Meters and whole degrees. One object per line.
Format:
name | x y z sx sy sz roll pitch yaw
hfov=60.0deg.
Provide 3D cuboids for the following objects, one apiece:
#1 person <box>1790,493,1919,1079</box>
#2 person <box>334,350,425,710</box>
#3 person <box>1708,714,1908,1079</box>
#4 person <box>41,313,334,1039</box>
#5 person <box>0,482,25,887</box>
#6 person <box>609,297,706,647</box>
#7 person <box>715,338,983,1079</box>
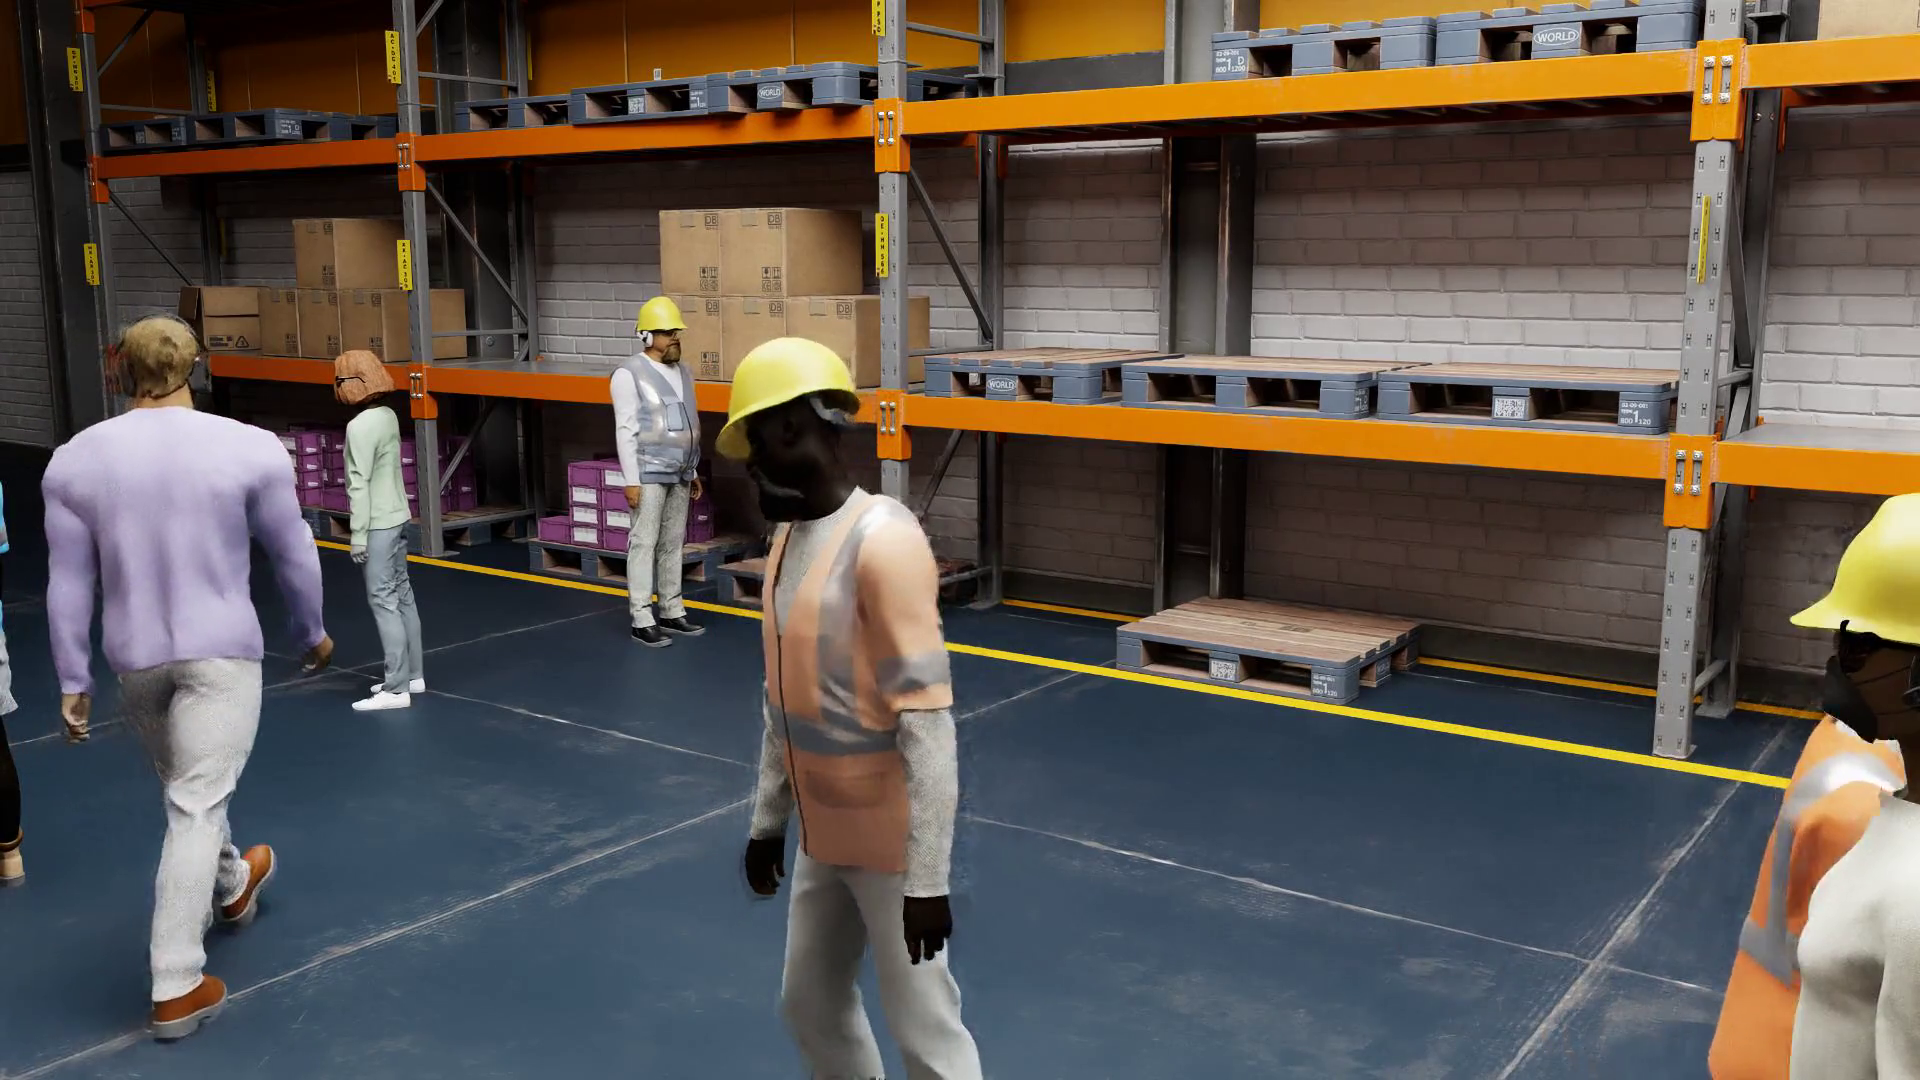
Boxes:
person | 1.086 0.823 1.953 0.308 1.769 0.525 6 11 31
person | -2.653 -0.047 7.563 0.288 1.626 0.497 -1 10 -3
person | 1.240 0.792 2.380 0.440 1.672 0.570 6 11 33
person | -2.127 0.319 4.631 0.644 1.874 1.054 0 10 -1
person | -3.211 0.315 5.186 0.321 1.696 0.530 5 11 28
person | -1.575 -0.364 8.823 0.403 1.835 0.586 5 11 28
person | -0.176 0.560 3.217 0.451 1.880 0.658 -5 11 -29
